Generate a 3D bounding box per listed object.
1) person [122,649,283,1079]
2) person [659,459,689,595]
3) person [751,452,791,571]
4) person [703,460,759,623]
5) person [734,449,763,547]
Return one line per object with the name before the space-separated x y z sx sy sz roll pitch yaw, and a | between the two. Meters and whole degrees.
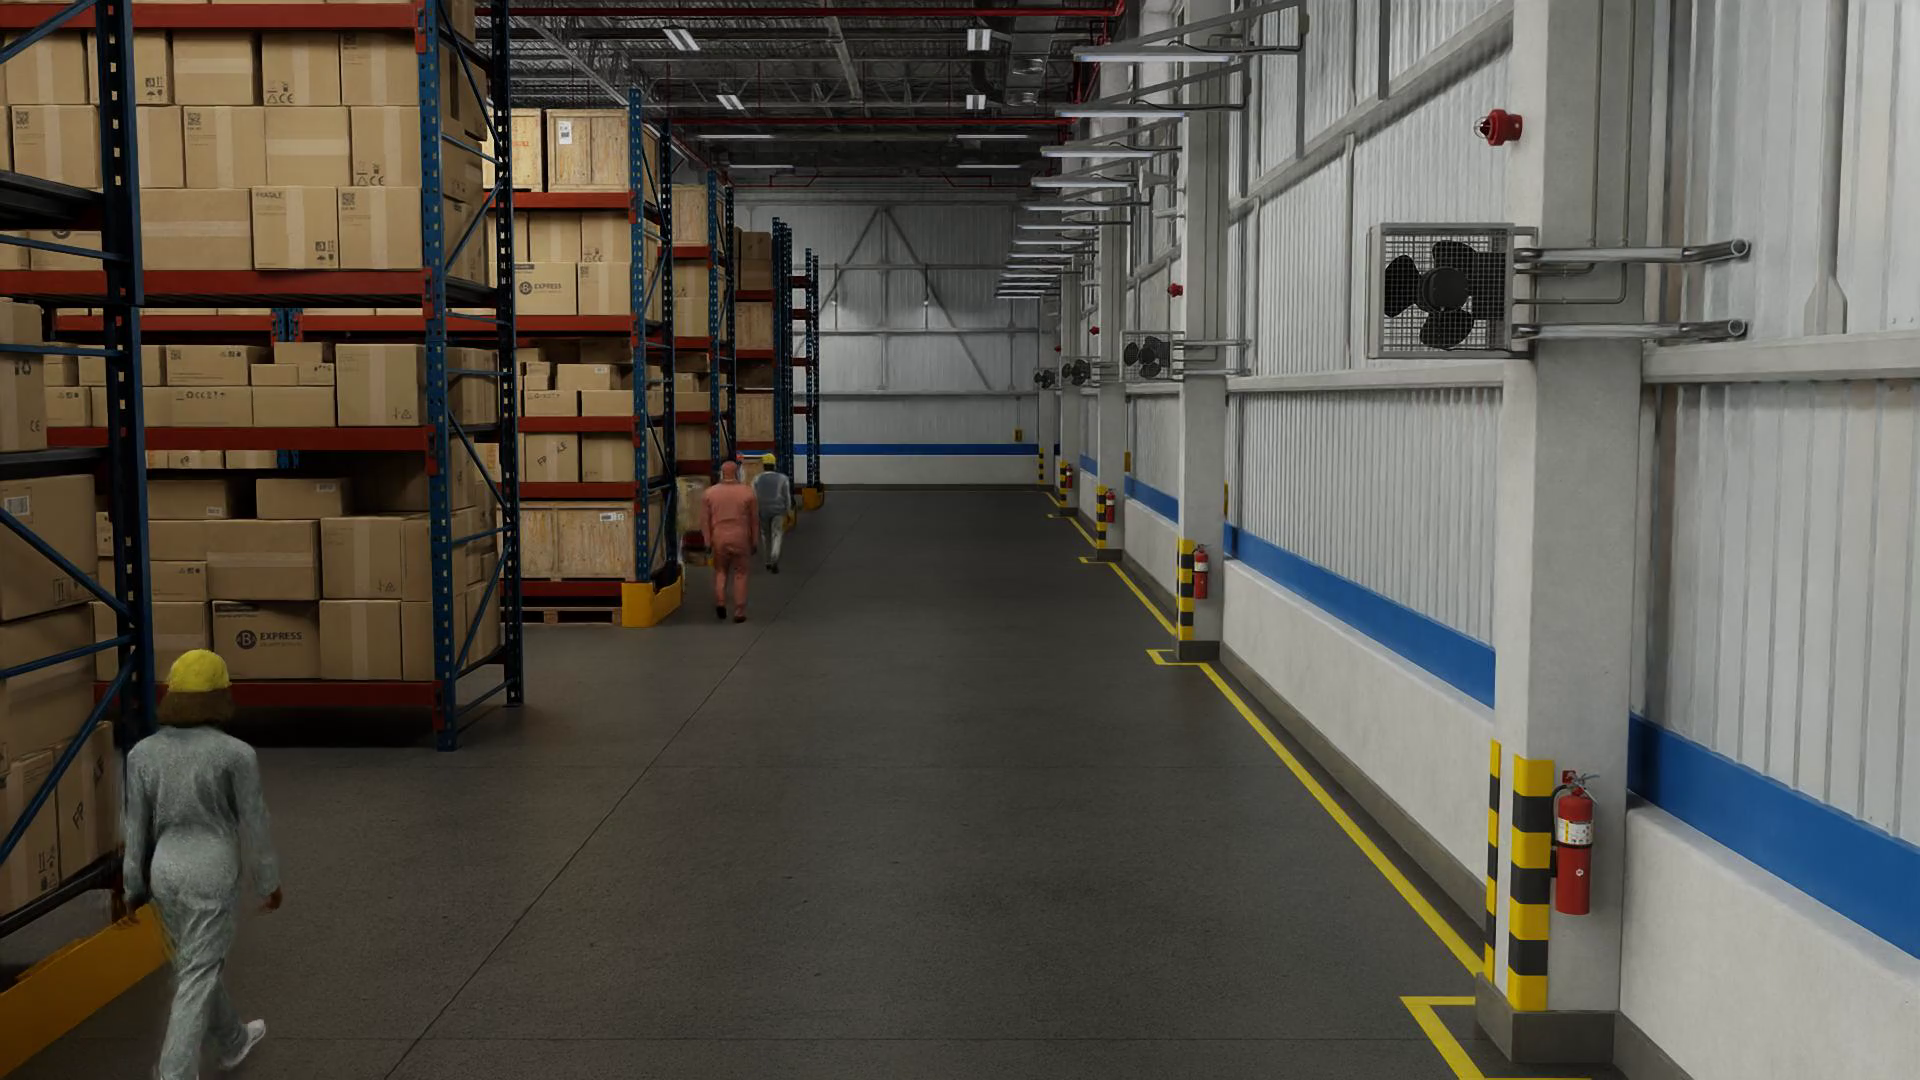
person | -2.804 1.251 6.176 0.509 1.690 0.929 0 5 5
person | -3.805 -0.162 21.891 0.453 1.823 0.659 0 5 6
person | -2.841 -0.415 24.934 0.589 1.810 0.790 0 5 1
person | -2.665 0.021 19.411 0.638 1.891 0.517 0 5 1
person | -3.823 -0.708 28.859 0.841 1.712 0.591 4 6 36
